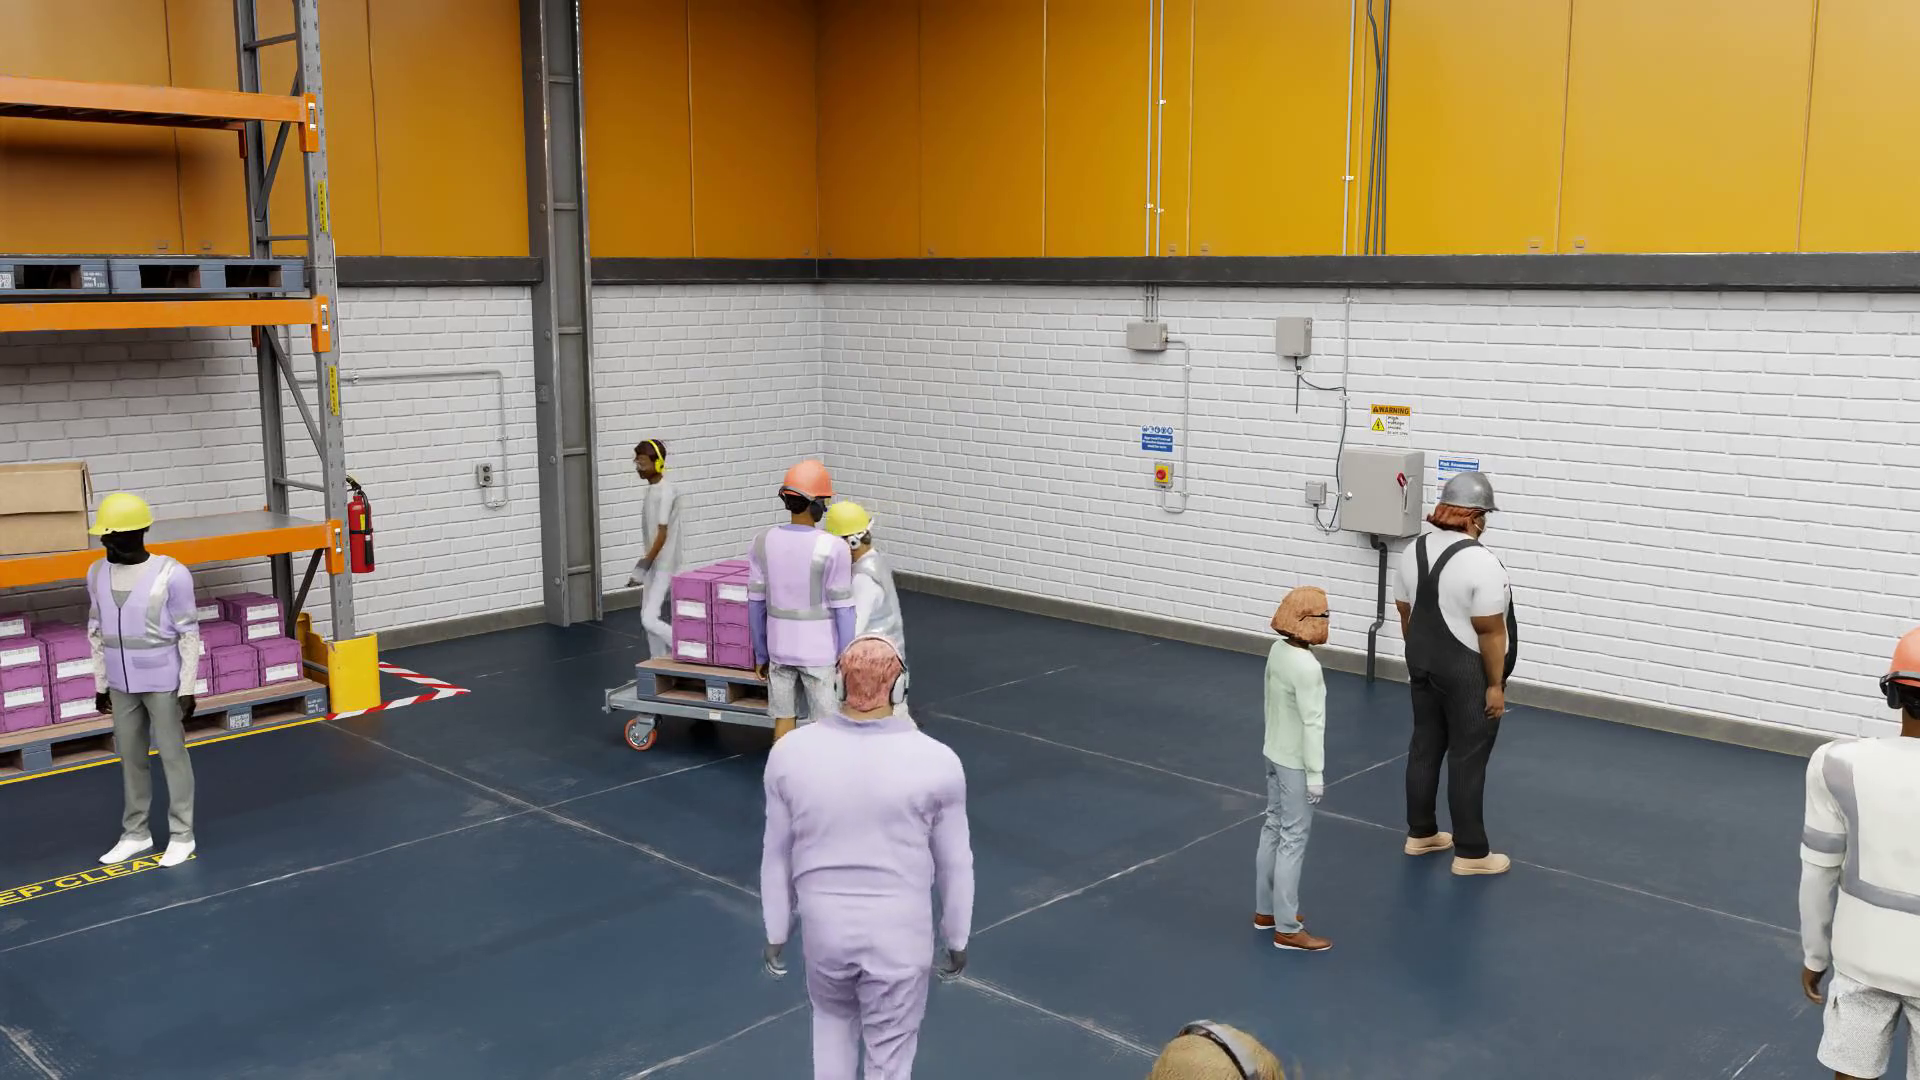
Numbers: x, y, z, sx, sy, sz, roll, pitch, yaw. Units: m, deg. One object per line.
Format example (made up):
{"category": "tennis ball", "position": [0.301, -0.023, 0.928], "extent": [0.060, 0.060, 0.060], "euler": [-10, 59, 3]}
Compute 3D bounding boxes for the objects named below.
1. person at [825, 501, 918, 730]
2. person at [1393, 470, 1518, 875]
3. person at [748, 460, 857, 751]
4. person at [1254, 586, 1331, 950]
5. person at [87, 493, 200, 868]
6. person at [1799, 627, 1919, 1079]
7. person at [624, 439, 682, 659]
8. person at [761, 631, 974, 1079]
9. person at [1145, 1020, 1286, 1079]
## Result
{"category": "person", "position": [-0.569, 0.673, 9.098], "extent": [0.938, 1.764, 0.613], "euler": [-1, 9, -5]}
{"category": "person", "position": [2.555, 0.650, 8.439], "extent": [0.535, 2.000, 0.674], "euler": [-4, 10, -25]}
{"category": "person", "position": [-0.806, 0.594, 8.779], "extent": [0.615, 2.041, 0.392], "euler": [4, 10, 25]}
{"category": "person", "position": [1.508, 1.009, 7.479], "extent": [0.270, 1.632, 0.504], "euler": [-2, 9, -9]}
{"category": "person", "position": [-4.142, 0.709, 8.435], "extent": [0.589, 1.924, 0.383], "euler": [2, 9, 12]}
{"category": "person", "position": [2.762, 1.236, 4.842], "extent": [0.606, 2.044, 0.374], "euler": [8, 12, 42]}
{"category": "person", "position": [-2.137, 0.189, 11.869], "extent": [0.551, 1.843, 0.523], "euler": [-4, 10, -25]}
{"category": "person", "position": [-0.285, 1.228, 5.339], "extent": [0.678, 1.891, 0.433], "euler": [2, 9, 10]}
{"category": "person", "position": [0.469, 1.659, 2.650], "extent": [0.470, 1.914, 0.661], "euler": [-6, 11, -32]}
